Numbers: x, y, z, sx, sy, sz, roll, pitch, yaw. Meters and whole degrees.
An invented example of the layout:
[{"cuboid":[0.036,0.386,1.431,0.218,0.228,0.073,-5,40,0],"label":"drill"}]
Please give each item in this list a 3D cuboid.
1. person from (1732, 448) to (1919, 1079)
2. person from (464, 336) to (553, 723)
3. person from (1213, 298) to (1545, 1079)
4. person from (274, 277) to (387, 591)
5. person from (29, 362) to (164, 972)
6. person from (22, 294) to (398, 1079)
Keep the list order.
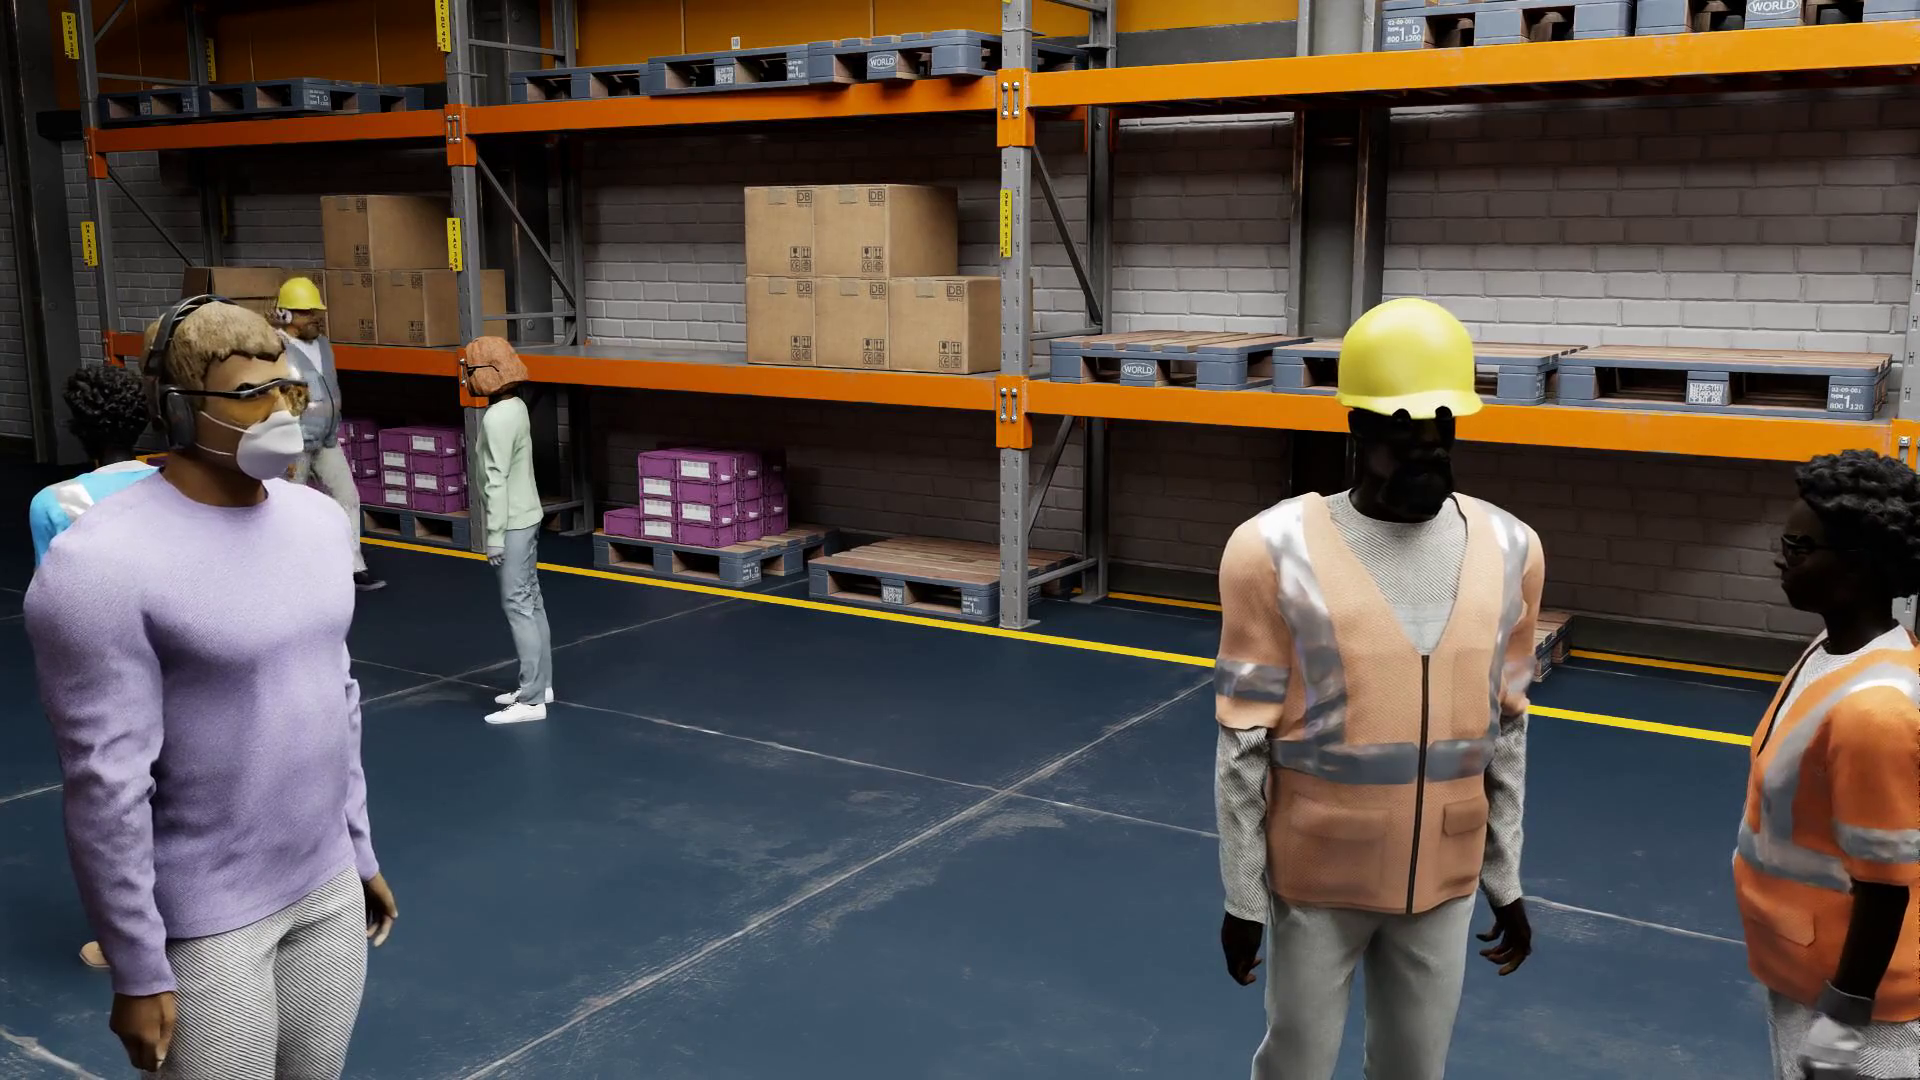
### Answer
[{"cuboid":[1.429,0.696,2.723,0.321,1.697,0.535,4,11,21],"label":"person"},{"cuboid":[-1.914,-0.044,7.038,0.288,1.626,0.497,-1,10,-6],"label":"person"},{"cuboid":[0.720,0.558,2.857,0.585,1.927,0.366,-2,11,-13],"label":"person"},{"cuboid":[-3.599,-0.558,9.361,0.712,1.807,0.631,3,11,18],"label":"person"},{"cuboid":[-2.297,0.354,4.647,0.322,1.690,0.533,6,12,29],"label":"person"},{"cuboid":[-1.140,0.584,2.679,0.373,1.940,0.628,3,11,14],"label":"person"}]
